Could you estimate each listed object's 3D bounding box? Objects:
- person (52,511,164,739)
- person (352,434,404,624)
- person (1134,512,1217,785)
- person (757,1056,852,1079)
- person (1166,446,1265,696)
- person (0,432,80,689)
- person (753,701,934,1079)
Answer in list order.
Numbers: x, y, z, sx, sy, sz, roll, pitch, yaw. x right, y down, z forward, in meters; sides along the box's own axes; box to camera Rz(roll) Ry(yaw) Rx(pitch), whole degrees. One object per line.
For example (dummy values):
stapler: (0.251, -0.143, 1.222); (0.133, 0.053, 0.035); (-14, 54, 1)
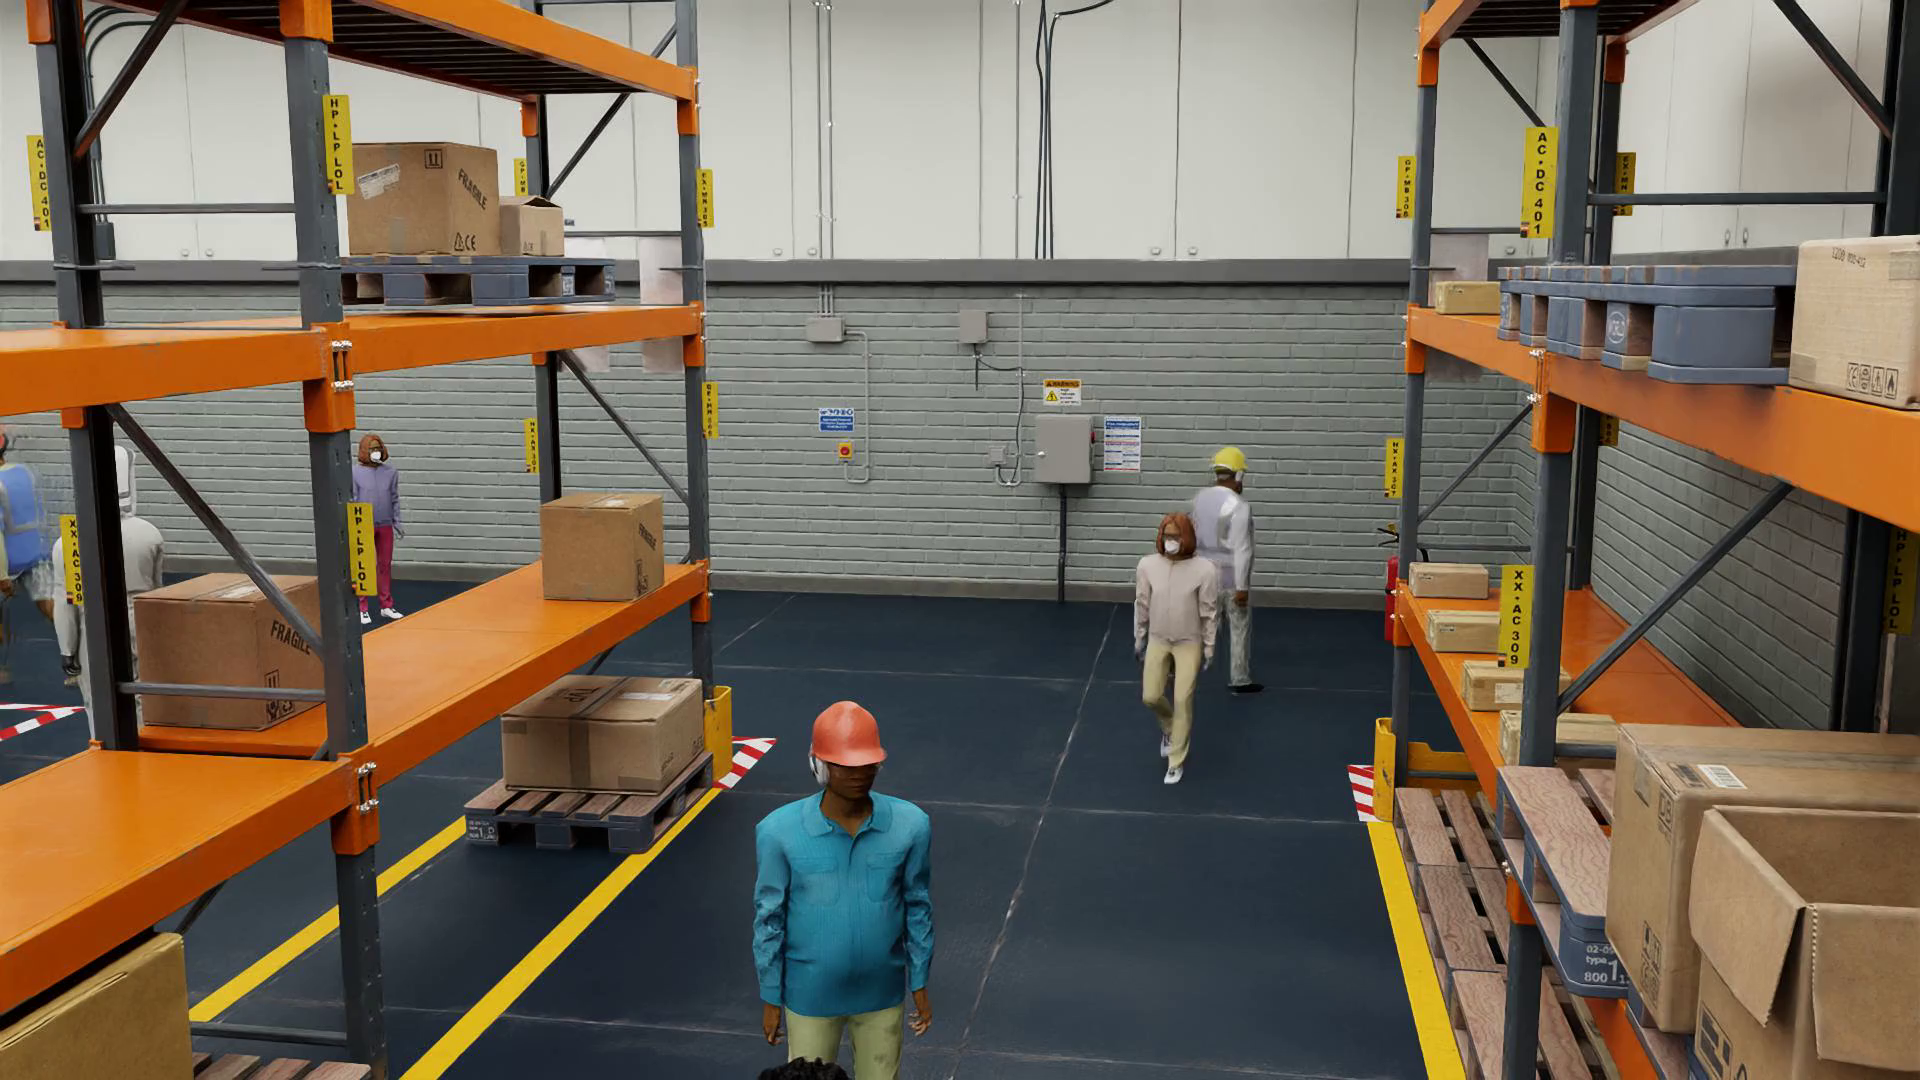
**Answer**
person: (-4.891, 0.549, 9.568); (0.400, 1.899, 0.636); (6, 11, 34)
person: (-5.058, -0.103, 14.381); (0.279, 1.634, 0.498); (9, 13, 42)
person: (1.293, 0.622, 9.939); (0.515, 1.619, 0.461); (4, 10, 22)
person: (-0.273, 1.721, 2.931); (0.318, 1.700, 0.536); (3, 10, 18)
person: (1.815, 0.240, 11.777); (0.714, 1.804, 0.607); (-5, 10, -28)
person: (-6.748, 0.131, 11.932); (1.073, 1.968, 0.647); (1, 9, 9)
person: (-0.345, 1.345, 5.069); (0.563, 1.755, 0.322); (-3, 10, -16)
